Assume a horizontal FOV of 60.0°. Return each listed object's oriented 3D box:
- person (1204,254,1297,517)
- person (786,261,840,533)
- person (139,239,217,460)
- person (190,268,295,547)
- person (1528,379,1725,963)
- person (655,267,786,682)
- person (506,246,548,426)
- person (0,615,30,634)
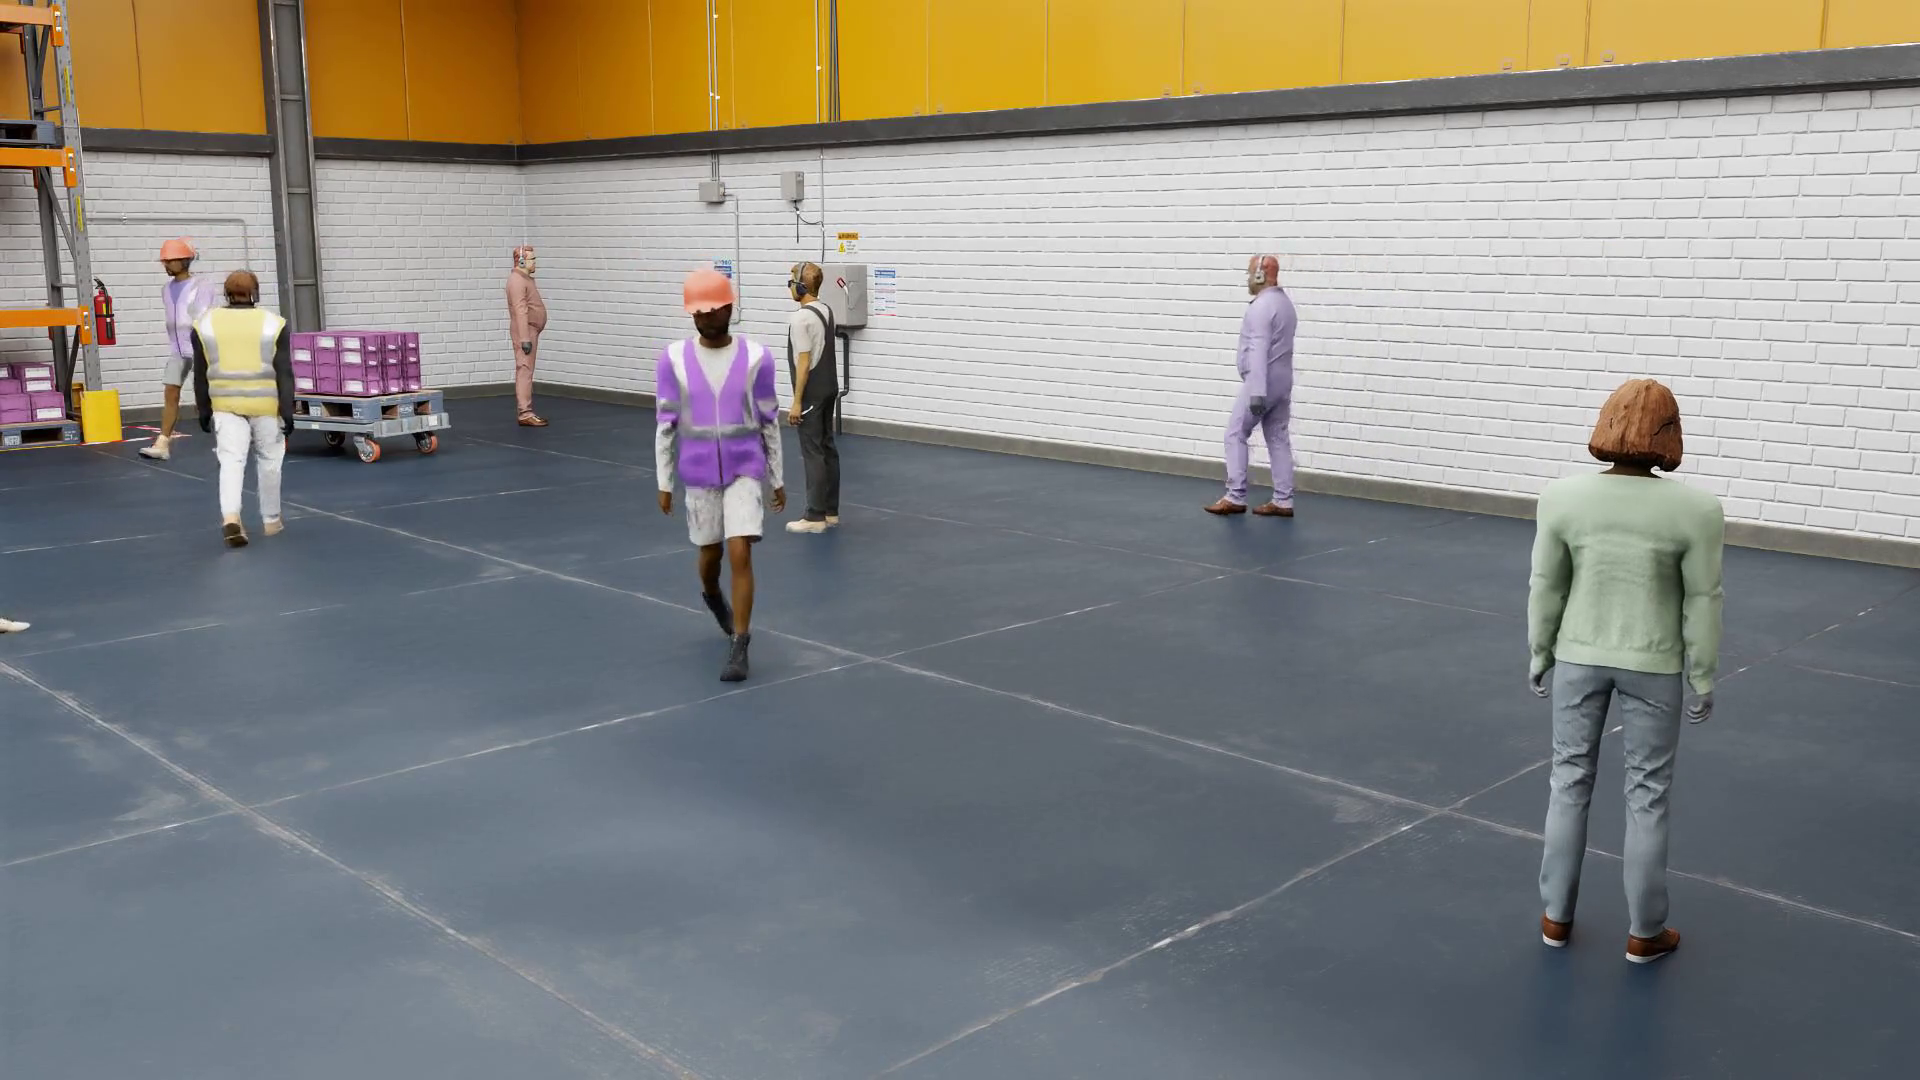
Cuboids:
[{"bbox_3d":[2.102,-1.103,11.984,0.763,1.877,0.683,6,12,31],"label":"person"},{"bbox_3d":[-1.012,-0.966,11.345,0.350,1.846,0.506,4,11,22],"label":"person"},{"bbox_3d":[-7.037,-1.733,15.148,0.611,1.992,1.054,4,11,19],"label":"person"},{"bbox_3d":[-4.708,-0.876,10.953,0.630,1.811,0.875,-2,11,-13],"label":"person"},{"bbox_3d":[1.848,0.366,4.659,0.508,1.632,0.270,7,12,32],"label":"person"},{"bbox_3d":[-1.124,-0.339,7.828,0.597,1.894,0.864,-1,10,-5],"label":"person"},{"bbox_3d":[-4.604,-2.167,17.725,0.409,1.909,0.641,-2,11,-13],"label":"person"},{"bbox_3d":[-5.050,-0.324,8.122,0.746,1.740,0.528,-10,14,-42],"label":"person"}]
